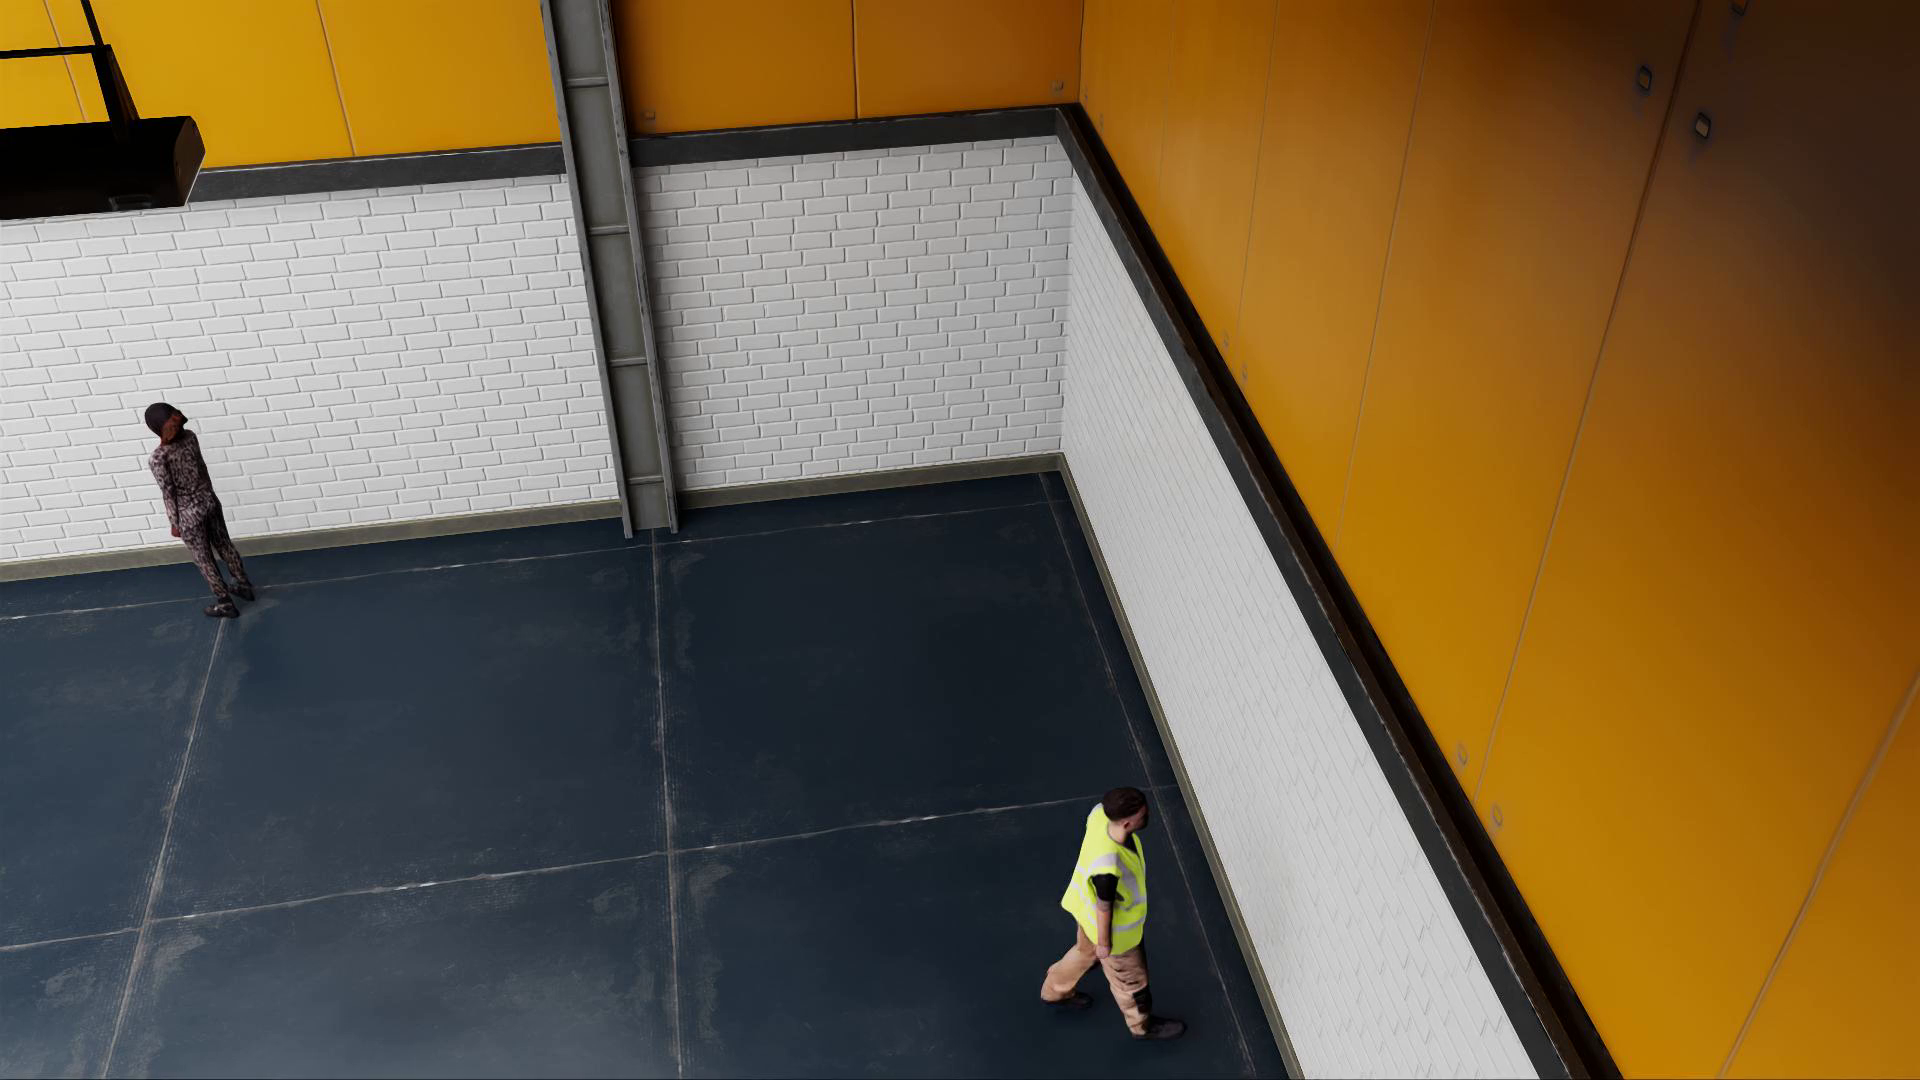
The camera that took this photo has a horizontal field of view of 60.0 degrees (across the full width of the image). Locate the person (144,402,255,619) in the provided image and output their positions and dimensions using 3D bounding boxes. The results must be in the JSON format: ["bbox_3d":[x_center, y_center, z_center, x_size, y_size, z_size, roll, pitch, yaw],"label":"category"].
[{"bbox_3d":[-5.157,-0.198,11.218,0.696,1.714,0.670,12,40,15],"label":"person"}]

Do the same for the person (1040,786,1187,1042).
[{"bbox_3d":[0.721,1.901,8.498,1.075,1.827,0.832,0,39,0],"label":"person"}]
